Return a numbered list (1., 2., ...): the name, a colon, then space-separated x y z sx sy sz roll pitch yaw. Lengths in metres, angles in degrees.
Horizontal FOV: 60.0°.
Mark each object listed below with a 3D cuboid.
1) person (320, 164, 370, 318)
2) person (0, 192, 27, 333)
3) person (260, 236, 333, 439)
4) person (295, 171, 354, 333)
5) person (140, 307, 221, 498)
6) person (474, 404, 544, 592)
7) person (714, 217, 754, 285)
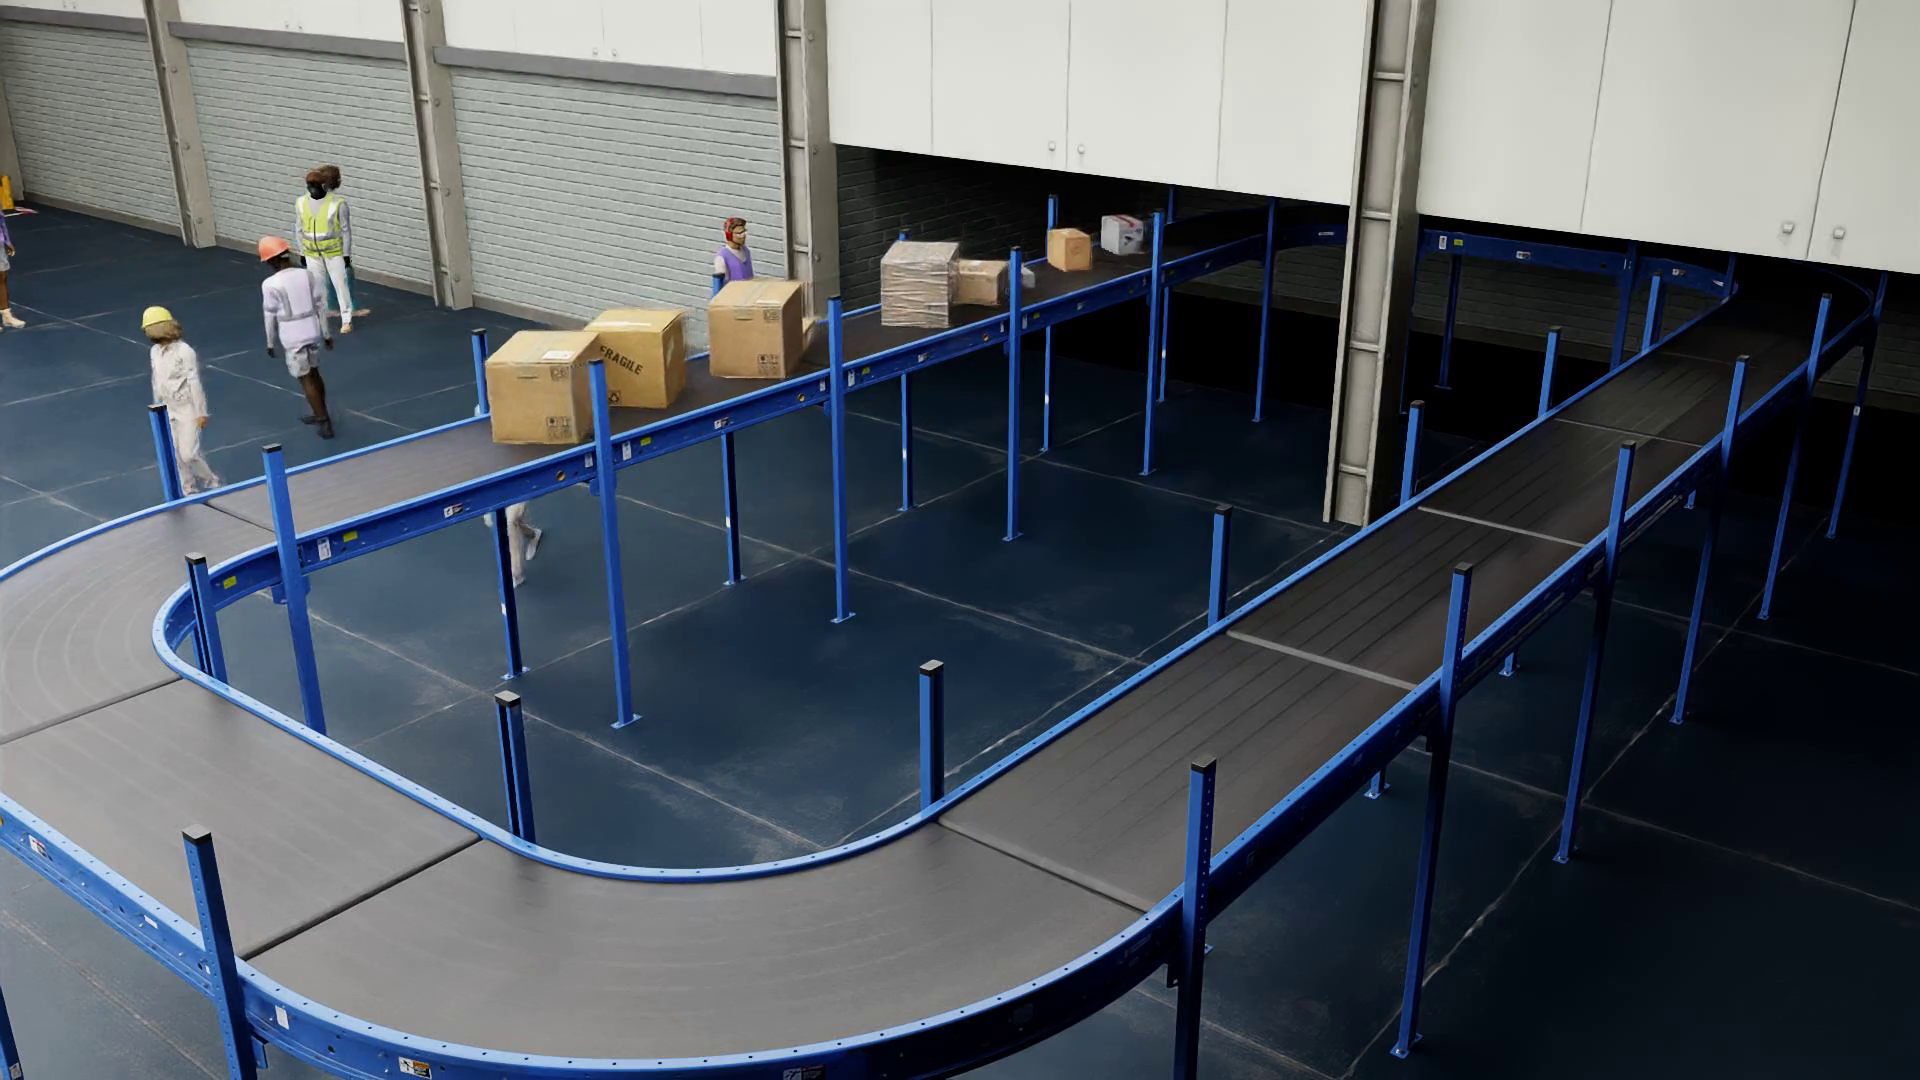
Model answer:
1. person: -7.340 -3.507 19.624 0.522 1.837 0.417 15 26 34
2. person: -11.125 -3.397 19.039 0.382 2.039 0.615 9 23 21
3. person: -6.115 -1.883 15.400 0.577 1.906 0.583 12 25 29
4. person: -7.262 -3.282 19.015 0.627 1.845 0.429 1 21 2
5. person: -6.332 -1.031 13.470 0.527 1.709 0.352 10 24 24
6. person: -3.269 -0.460 12.126 0.527 1.625 0.528 12 24 27
7. person: -2.217 -2.272 16.442 0.377 1.844 0.569 7 23 18
